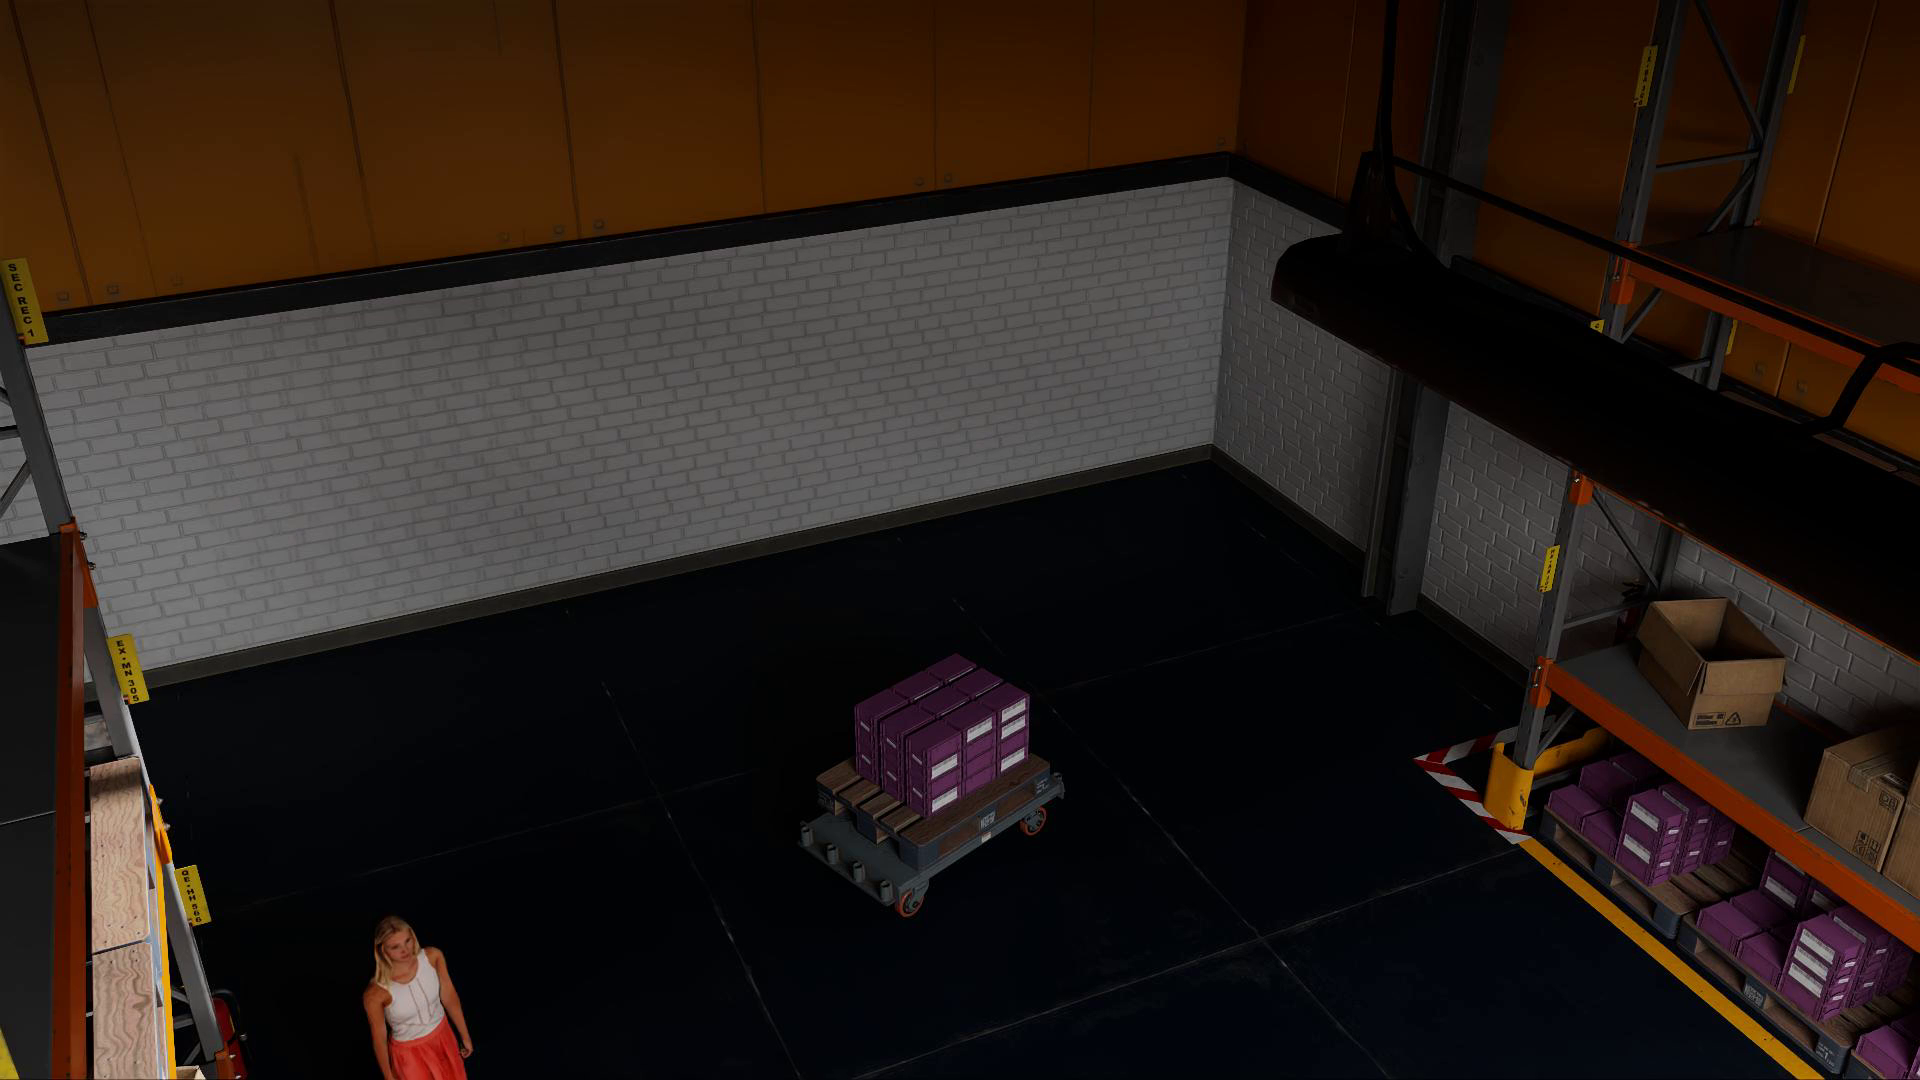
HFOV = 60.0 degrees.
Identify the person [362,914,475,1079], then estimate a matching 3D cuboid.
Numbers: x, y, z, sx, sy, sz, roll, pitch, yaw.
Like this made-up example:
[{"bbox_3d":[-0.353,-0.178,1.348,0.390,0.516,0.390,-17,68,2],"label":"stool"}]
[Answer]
[{"bbox_3d":[-2.766,2.552,8.396,1.119,1.781,0.939,20,34,32],"label":"person"}]
